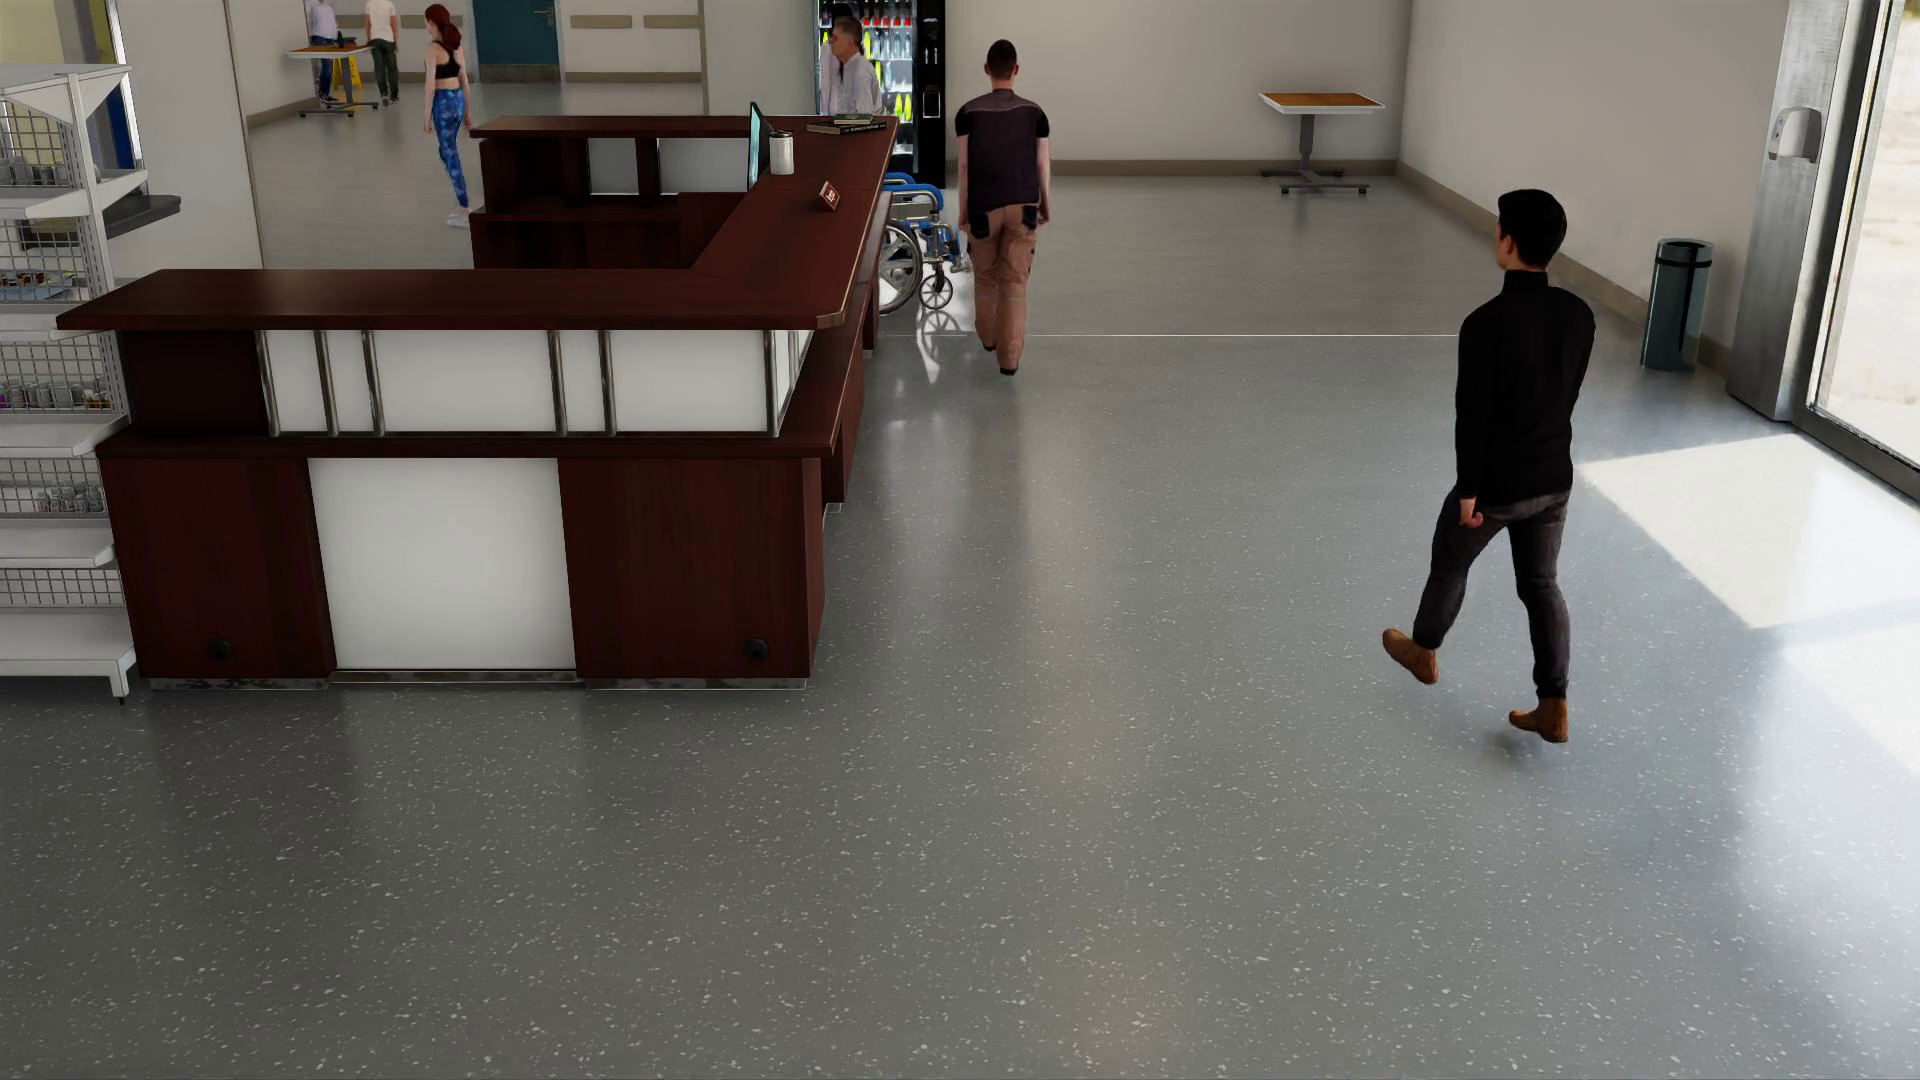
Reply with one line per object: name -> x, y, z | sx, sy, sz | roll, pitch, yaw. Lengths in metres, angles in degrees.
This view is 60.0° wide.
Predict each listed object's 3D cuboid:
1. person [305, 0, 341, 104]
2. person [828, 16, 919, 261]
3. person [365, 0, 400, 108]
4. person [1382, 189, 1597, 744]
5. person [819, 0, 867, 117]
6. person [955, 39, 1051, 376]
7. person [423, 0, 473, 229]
person -> -8.710, -6.783, 22.526 | 0.726, 1.697, 0.726 | 7, 22, 18
person -> -0.600, -2.774, 11.866 | 1.197, 1.751, 0.737 | 0, 21, -1
person -> -7.667, -6.561, 22.046 | 1.113, 1.622, 0.846 | -5, 21, -14
person -> 1.749, -0.184, 5.116 | 1.092, 1.688, 0.899 | -6, 21, -14
person -> -0.900, -3.384, 13.424 | 0.897, 1.788, 0.931 | -14, 25, -32
person -> 0.236, -1.780, 9.192 | 1.133, 1.786, 0.763 | 1, 21, 2
person -> -4.099, -3.433, 13.567 | 0.766, 1.779, 0.707 | 9, 23, 23
